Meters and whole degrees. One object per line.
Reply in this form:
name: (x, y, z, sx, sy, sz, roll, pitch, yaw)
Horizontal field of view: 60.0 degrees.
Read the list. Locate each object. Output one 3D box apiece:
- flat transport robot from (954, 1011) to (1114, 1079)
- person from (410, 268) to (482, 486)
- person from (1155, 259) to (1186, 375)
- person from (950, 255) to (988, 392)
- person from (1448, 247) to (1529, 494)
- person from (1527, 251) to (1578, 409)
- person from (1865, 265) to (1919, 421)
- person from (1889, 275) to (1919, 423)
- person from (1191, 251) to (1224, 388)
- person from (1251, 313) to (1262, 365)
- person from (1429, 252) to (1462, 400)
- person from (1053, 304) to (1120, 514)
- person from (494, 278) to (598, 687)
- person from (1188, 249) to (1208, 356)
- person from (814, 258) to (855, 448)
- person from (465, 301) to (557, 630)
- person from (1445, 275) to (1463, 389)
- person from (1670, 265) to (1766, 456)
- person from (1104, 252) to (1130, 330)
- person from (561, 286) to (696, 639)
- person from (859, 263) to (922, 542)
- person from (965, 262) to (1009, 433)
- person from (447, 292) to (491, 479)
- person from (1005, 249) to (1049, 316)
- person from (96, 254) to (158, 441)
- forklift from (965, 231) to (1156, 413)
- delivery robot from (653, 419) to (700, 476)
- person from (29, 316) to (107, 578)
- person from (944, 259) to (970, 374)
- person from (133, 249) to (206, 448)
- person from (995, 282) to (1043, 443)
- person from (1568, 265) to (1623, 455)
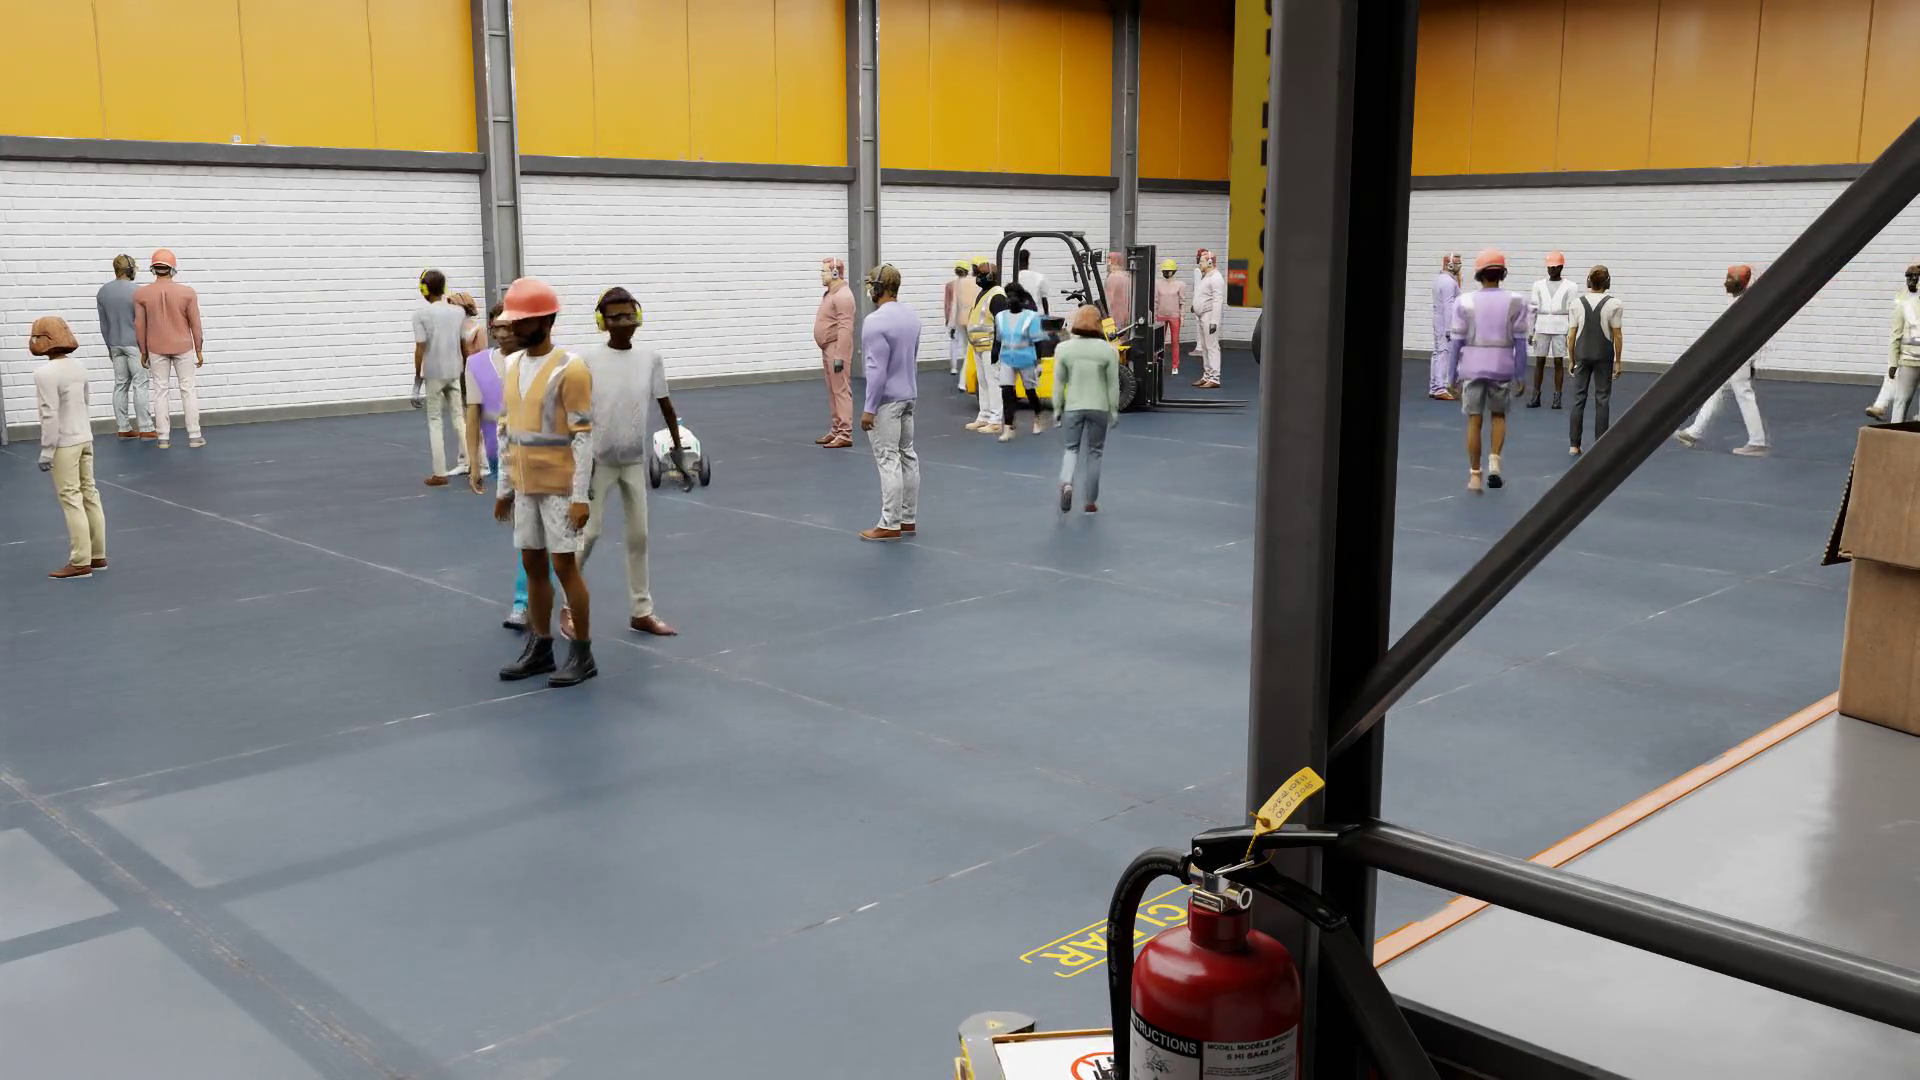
flat transport robot: (0.398, 1.375, 3.475, 0.652, 0.197, 1.431, -1, 10, -7)
person: (-4.375, -1.353, 14.055, 0.502, 1.876, 0.578, 10, 14, 43)
person: (3.204, -3.416, 25.531, 0.526, 1.765, 0.329, 4, 11, 22)
person: (0.183, -2.967, 22.829, 0.608, 1.862, 1.019, 4, 11, 21)
person: (4.354, -1.396, 13.769, 0.630, 2.031, 0.449, 2, 11, 12)
person: (7.289, -2.577, 20.495, 0.556, 1.932, 0.384, 6, 12, 29)
person: (10.878, -2.236, 19.034, 0.980, 1.787, 0.630, -5, 12, -27)
person: (9.374, -1.739, 16.194, 0.603, 1.830, 0.404, 2, 11, 10)
person: (3.461, -3.076, 23.284, 0.400, 1.907, 0.645, -1, 10, -6)
person: (2.953, -1.682, 15.318, 0.538, 2.000, 0.687, 3, 11, 14)
person: (6.351, -2.775, 21.640, 0.400, 1.907, 0.645, 1, 10, 6)
person: (0.951, -0.974, 12.619, 0.505, 1.617, 0.473, 2, 11, 12)
person: (-2.001, -0.267, 7.898, 0.579, 1.932, 0.385, 7, 12, 33)
person: (4.302, -4.216, 29.559, 0.353, 1.884, 0.578, 9, 14, 39)
person: (-1.273, -1.885, 16.792, 0.407, 1.908, 0.642, -3, 11, -16)
person: (-2.429, -0.434, 9.228, 0.569, 1.789, 1.001, 1, 10, 8)
person: (6.807, -2.908, 23.102, 0.364, 1.627, 0.534, 4, 11, 22)
person: (7.477, -1.754, 16.270, 0.994, 1.828, 0.585, 8, 13, 36)
person: (2.293, -3.288, 24.486, 0.460, 1.882, 0.684, 3, 11, 17)
person: (-1.787, -0.409, 8.851, 0.730, 1.870, 0.447, -7, 12, -32)
person: (-0.495, -0.951, 11.610, 0.371, 1.940, 0.627, 5, 12, 26)
person: (0.290, -2.083, 18.048, 0.429, 1.845, 0.622, -4, 11, -21)
person: (-4.342, -1.362, 14.667, 0.514, 1.639, 0.310, 8, 13, 36)
person: (0.958, -3.171, 23.735, 0.656, 1.932, 0.513, -2, 11, -11)
person: (-8.628, -1.994, 17.299, 0.629, 1.940, 0.372, 3, 11, 16)
forklift: (1.222, -2.721, 20.561, 2.313, 2.155, 1.214, 2, 11, 13)
delivery robot: (-2.443, -0.803, 14.322, 0.477, 0.478, 0.707, -3, 11, -15)
person: (-5.584, -0.575, 10.387, 0.283, 1.633, 0.501, 0, 10, 0)
person: (0.028, -3.420, 25.555, 0.533, 1.769, 0.341, 3, 11, 16)
person: (-7.930, -1.915, 16.714, 0.612, 1.995, 0.382, -4, 11, -19)
person: (0.652, -1.868, 17.385, 0.546, 1.665, 0.785, 5, 11, 24)
person: (6.129, -1.723, 16.072, 0.508, 1.846, 0.345, 7, 12, 33)
